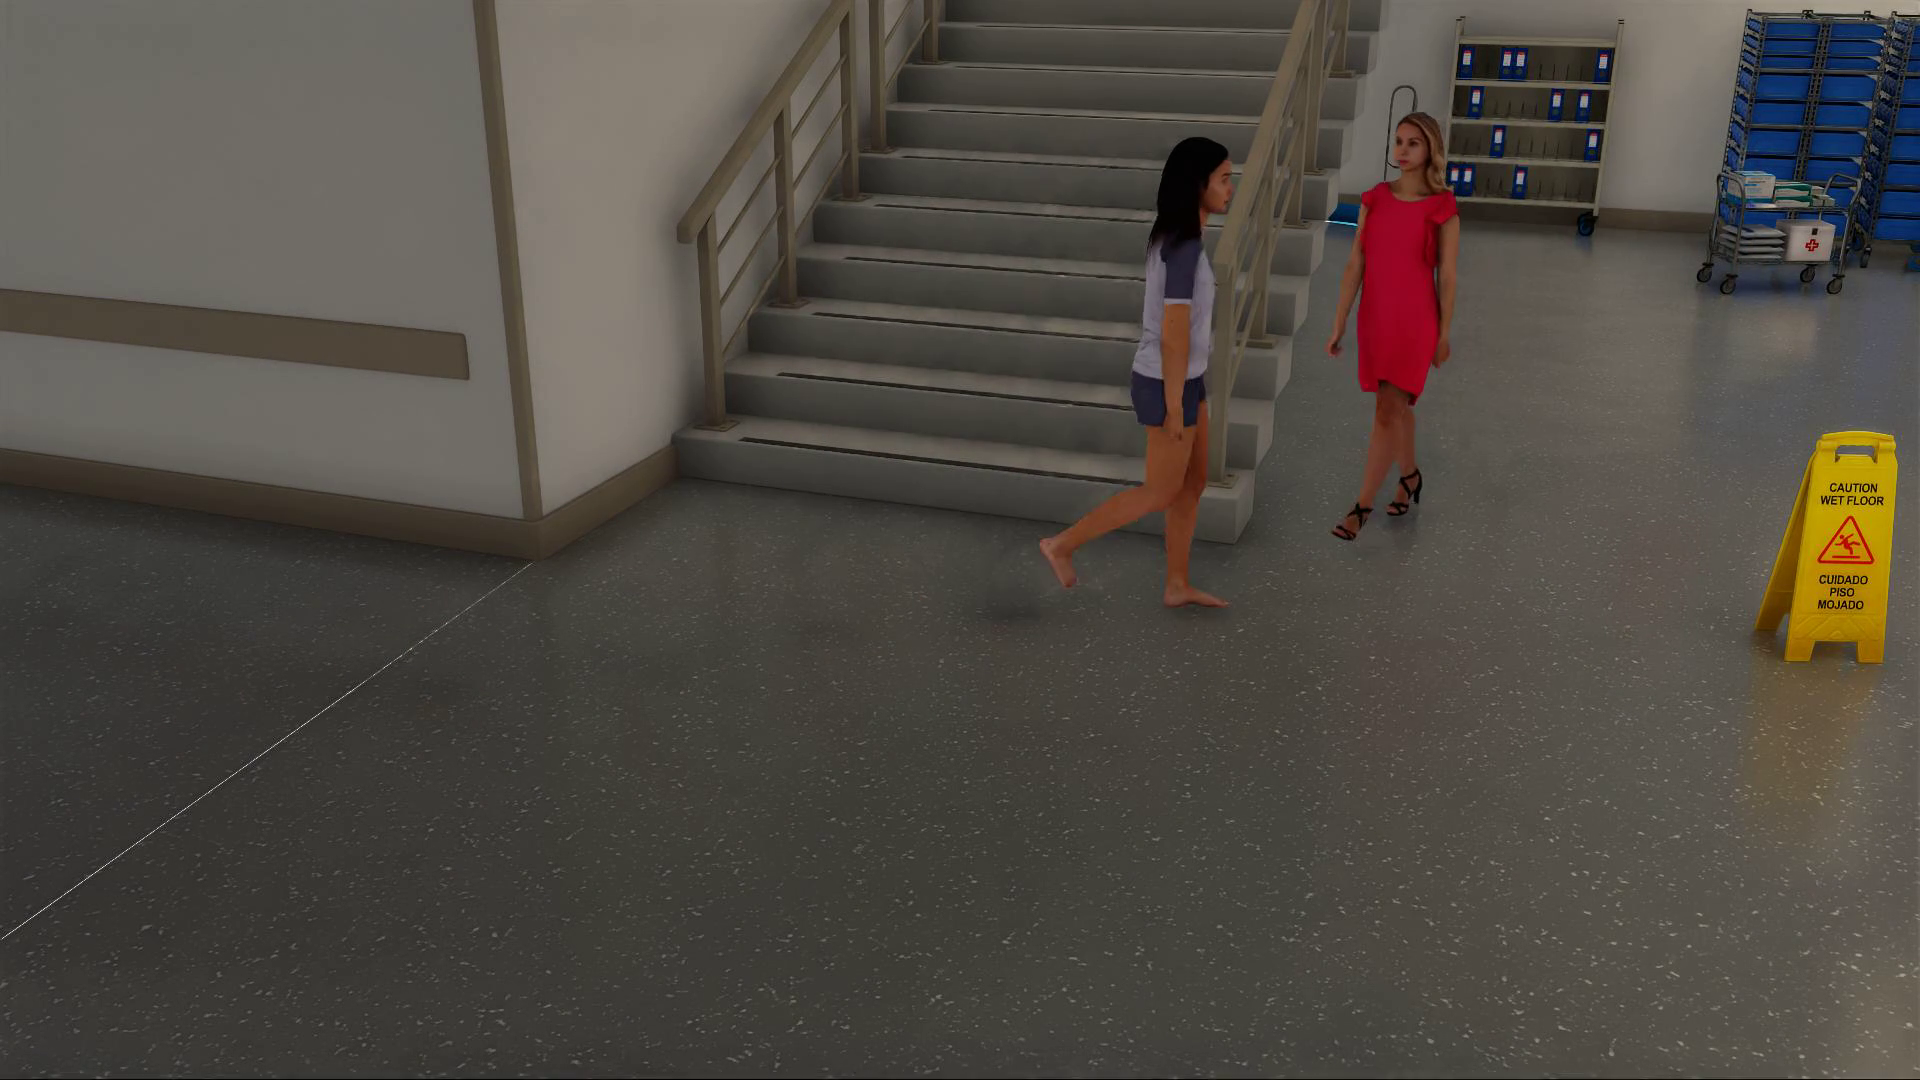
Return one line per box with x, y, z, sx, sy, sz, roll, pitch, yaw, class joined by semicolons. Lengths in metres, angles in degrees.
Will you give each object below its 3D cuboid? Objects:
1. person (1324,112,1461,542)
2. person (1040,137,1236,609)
1.820;-0.858;6.750;1.091;1.690;0.854;-19;28;-41;person
0.659;-0.529;5.851;0.803;1.711;0.930;2;21;4;person
